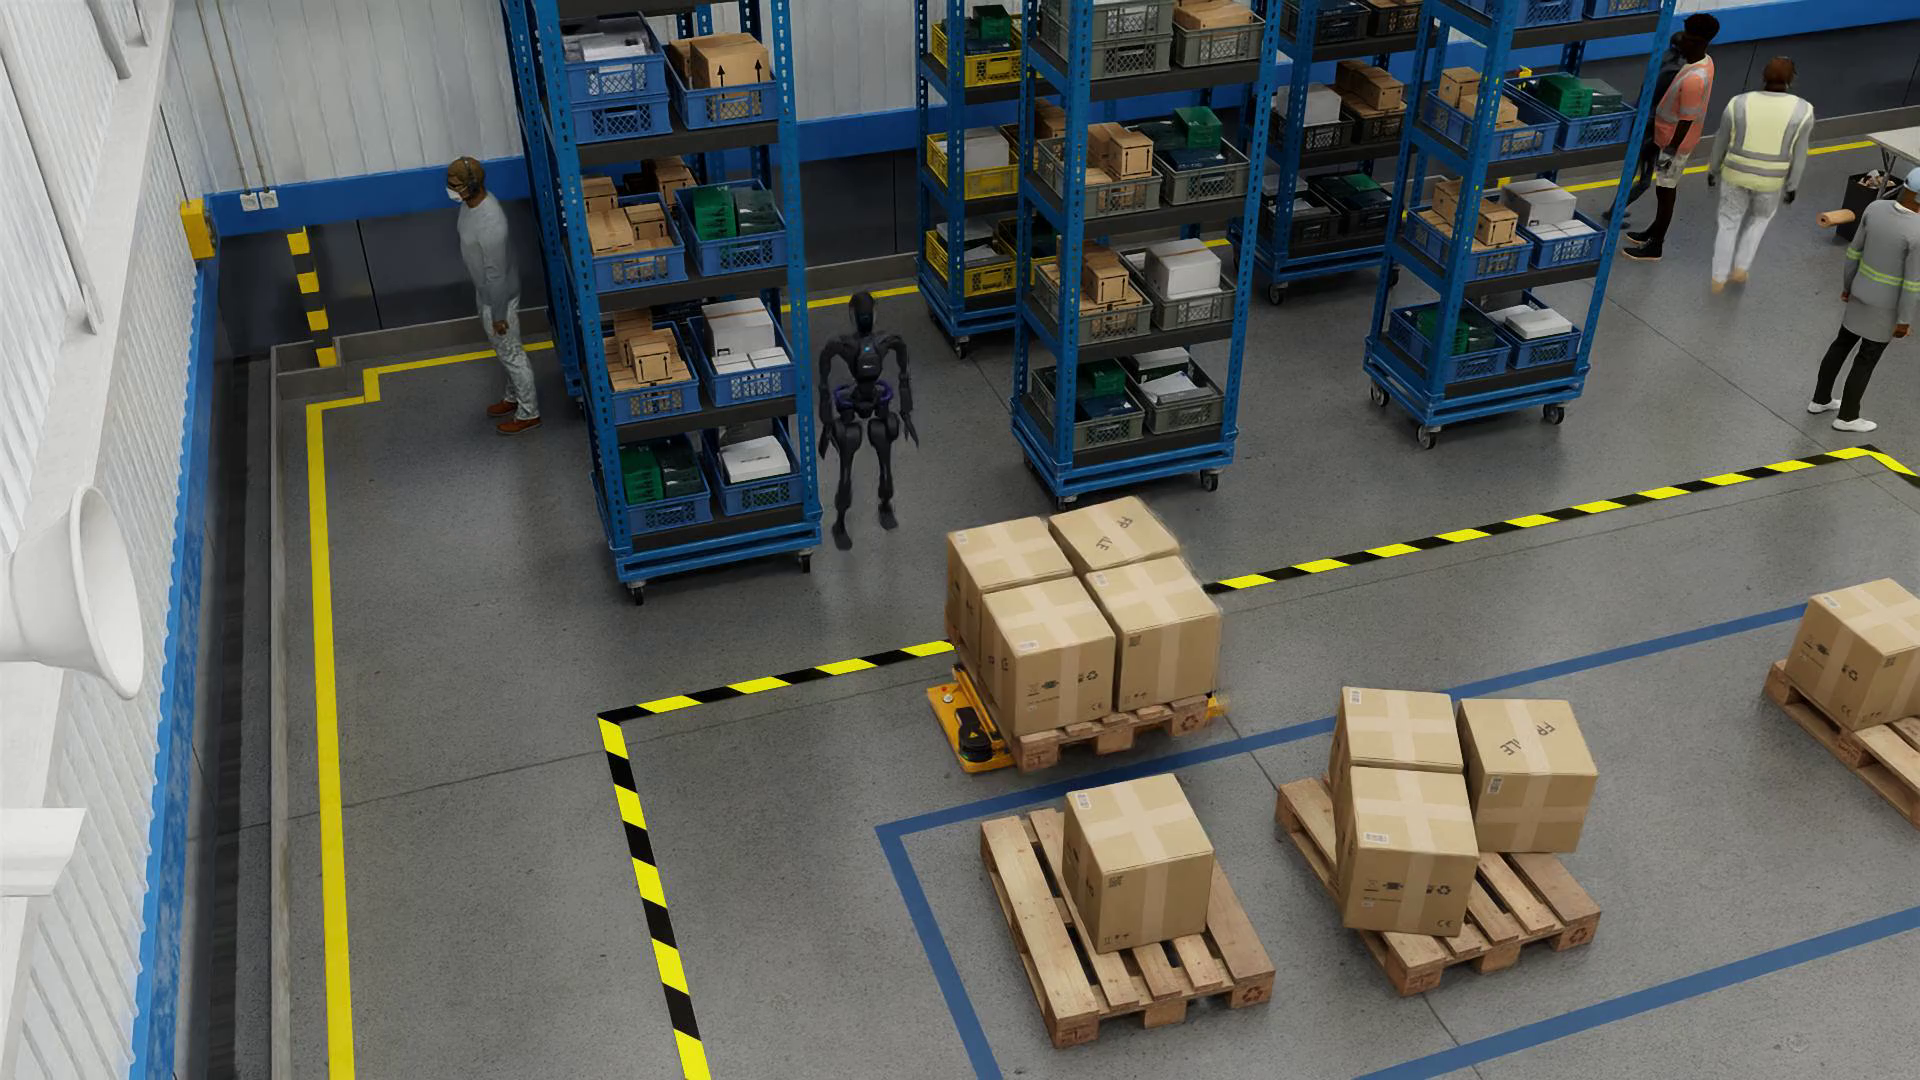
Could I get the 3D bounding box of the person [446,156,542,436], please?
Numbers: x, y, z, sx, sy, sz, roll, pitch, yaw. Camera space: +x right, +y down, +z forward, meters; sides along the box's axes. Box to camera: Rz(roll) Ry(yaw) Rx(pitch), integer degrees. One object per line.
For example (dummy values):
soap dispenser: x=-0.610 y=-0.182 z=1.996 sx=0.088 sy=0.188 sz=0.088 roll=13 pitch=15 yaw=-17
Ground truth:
person: x=-3.048 y=-1.599 z=10.887 sx=0.371 sy=1.932 sz=0.620 roll=-13 pitch=37 yaw=-18

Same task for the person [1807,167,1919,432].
person: x=6.056 y=-1.588 z=10.933 sx=0.384 sy=1.850 sz=0.597 roll=-9 pitch=36 yaw=-13

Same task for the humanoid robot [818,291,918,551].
humanoid robot: x=-0.561 y=-0.730 z=9.890 sx=0.601 sy=1.646 sz=0.402 roll=-9 pitch=36 yaw=-13

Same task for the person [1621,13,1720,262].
person: x=5.603 y=-3.147 z=13.046 sx=0.368 sy=1.966 sz=0.602 roll=15 pitch=38 yaw=20

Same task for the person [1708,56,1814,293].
person: x=6.020 y=-2.773 z=12.636 sx=0.655 sy=1.824 sz=0.550 roll=15 pitch=38 yaw=20

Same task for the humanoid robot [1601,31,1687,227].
humanoid robot: x=5.603 y=-3.375 z=13.632 sx=0.456 sy=1.635 sz=0.611 roll=-4 pitch=35 yaw=-6

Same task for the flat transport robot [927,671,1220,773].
flat transport robot: x=0.601 y=0.817 z=8.873 sx=1.431 sy=0.197 sz=0.652 roll=-11 pitch=37 yaw=-15
